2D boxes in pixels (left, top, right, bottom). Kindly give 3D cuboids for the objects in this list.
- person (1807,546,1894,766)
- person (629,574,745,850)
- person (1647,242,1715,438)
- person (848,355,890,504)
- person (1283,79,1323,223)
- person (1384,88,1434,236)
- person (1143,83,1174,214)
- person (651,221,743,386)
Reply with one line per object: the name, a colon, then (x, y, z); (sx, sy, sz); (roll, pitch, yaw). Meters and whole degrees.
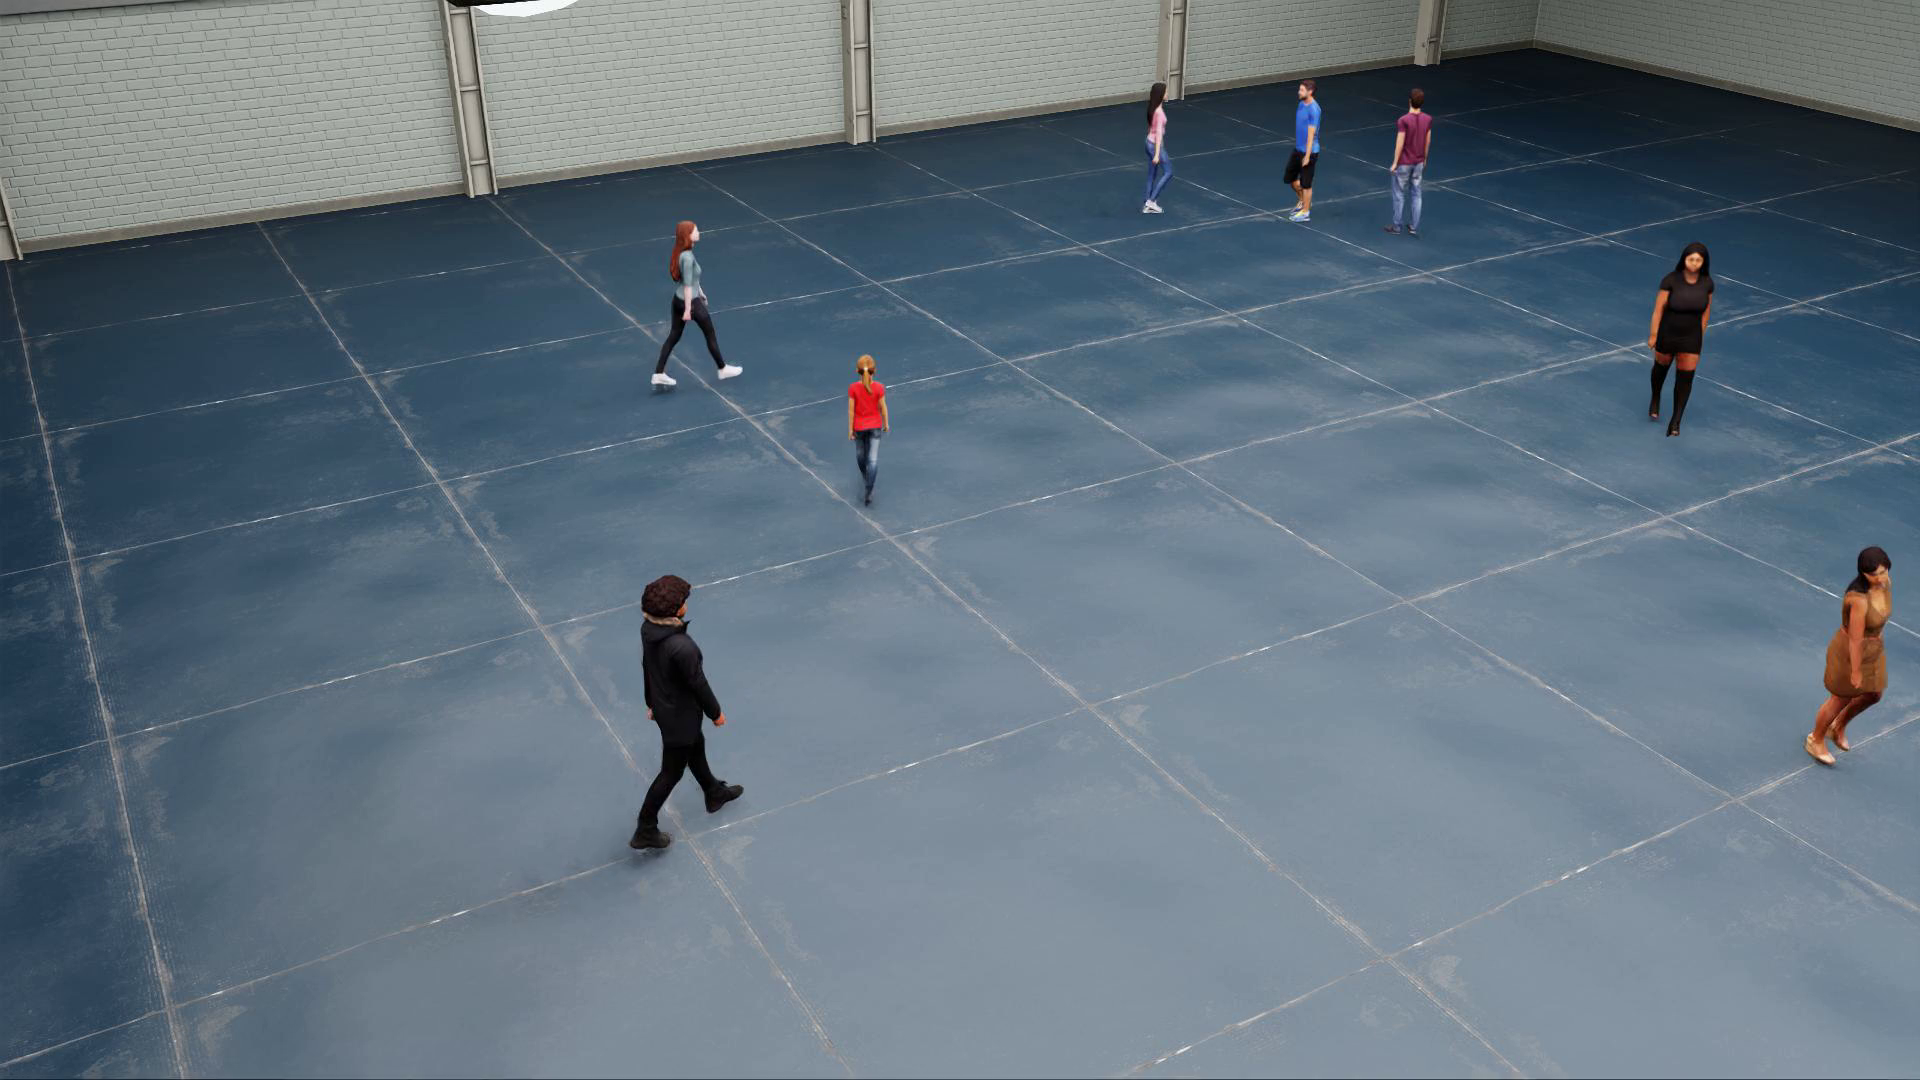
person: (5.742, 0.752, 10.694); (0.734, 1.652, 0.530); (22, 35, 36)
person: (-1.752, 1.072, 9.969); (1.148, 1.748, 0.720); (-20, 34, -34)
person: (6.777, -1.931, 15.734); (1.129, 1.808, 1.213); (8, 28, 15)
person: (-0.799, -0.934, 14.375); (0.881, 1.280, 0.828); (0, 27, 0)
person: (4.626, -5.109, 21.856); (0.688, 1.854, 0.638); (-10, 29, -19)
person: (5.789, -4.863, 21.378); (0.580, 1.854, 0.763); (-8, 28, -15)
person: (2.537, -5.220, 22.199); (0.708, 1.737, 0.678); (-3, 27, -7)
person: (-2.795, -2.311, 16.597); (1.186, 1.693, 0.622); (-12, 30, -22)
